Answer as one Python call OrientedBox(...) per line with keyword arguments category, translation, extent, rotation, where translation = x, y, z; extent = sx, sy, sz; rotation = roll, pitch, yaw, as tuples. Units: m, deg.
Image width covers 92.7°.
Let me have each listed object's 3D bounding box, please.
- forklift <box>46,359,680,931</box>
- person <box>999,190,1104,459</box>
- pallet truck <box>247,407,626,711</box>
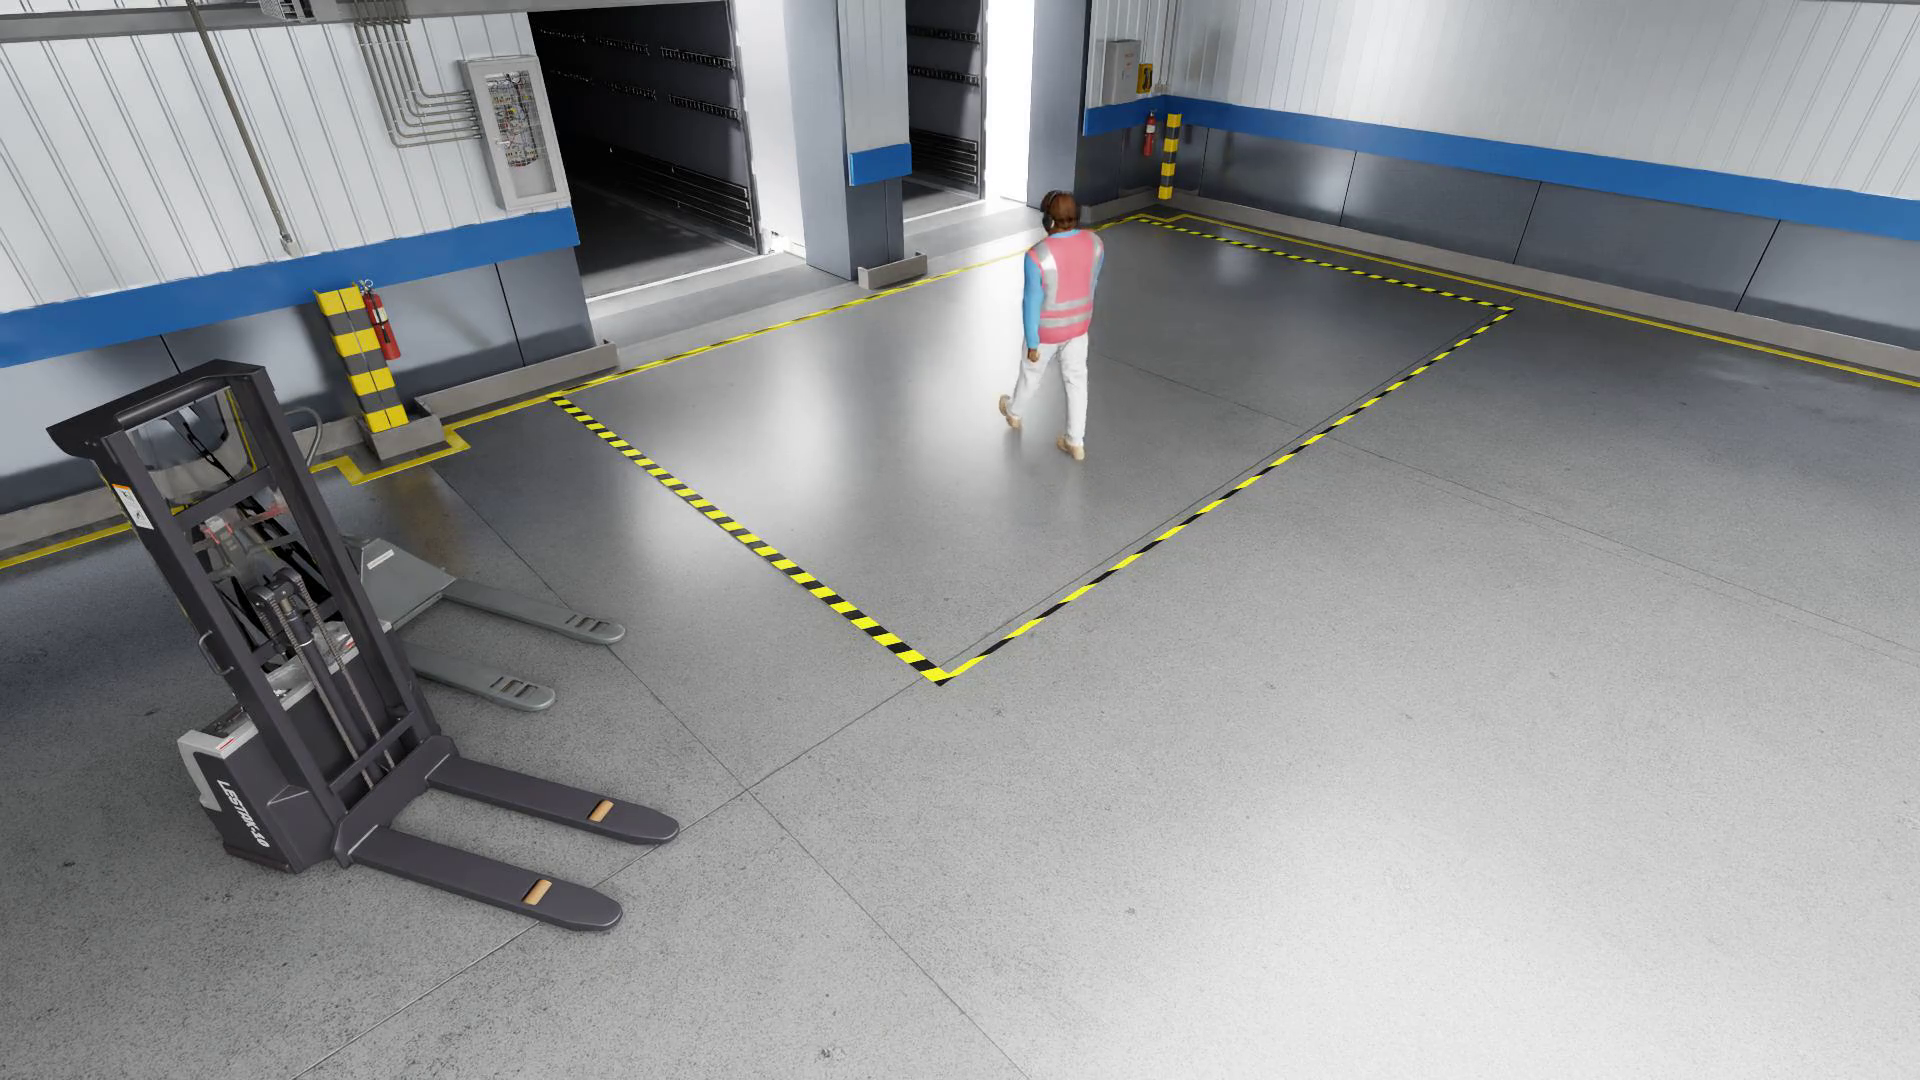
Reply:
OrientedBox(category="forklift", translation=(-2.135, 0.422, 3.354), extent=(1.885, 1.965, 0.823), rotation=(10, 35, 14))
OrientedBox(category="person", translation=(0.623, -1.521, 6.385), extent=(0.633, 1.802, 0.902), rotation=(-14, 37, -20))
OrientedBox(category="pallet truck", translation=(-2.628, 0.038, 4.590), extent=(1.601, 1.201, 0.680), rotation=(12, 36, 18))
